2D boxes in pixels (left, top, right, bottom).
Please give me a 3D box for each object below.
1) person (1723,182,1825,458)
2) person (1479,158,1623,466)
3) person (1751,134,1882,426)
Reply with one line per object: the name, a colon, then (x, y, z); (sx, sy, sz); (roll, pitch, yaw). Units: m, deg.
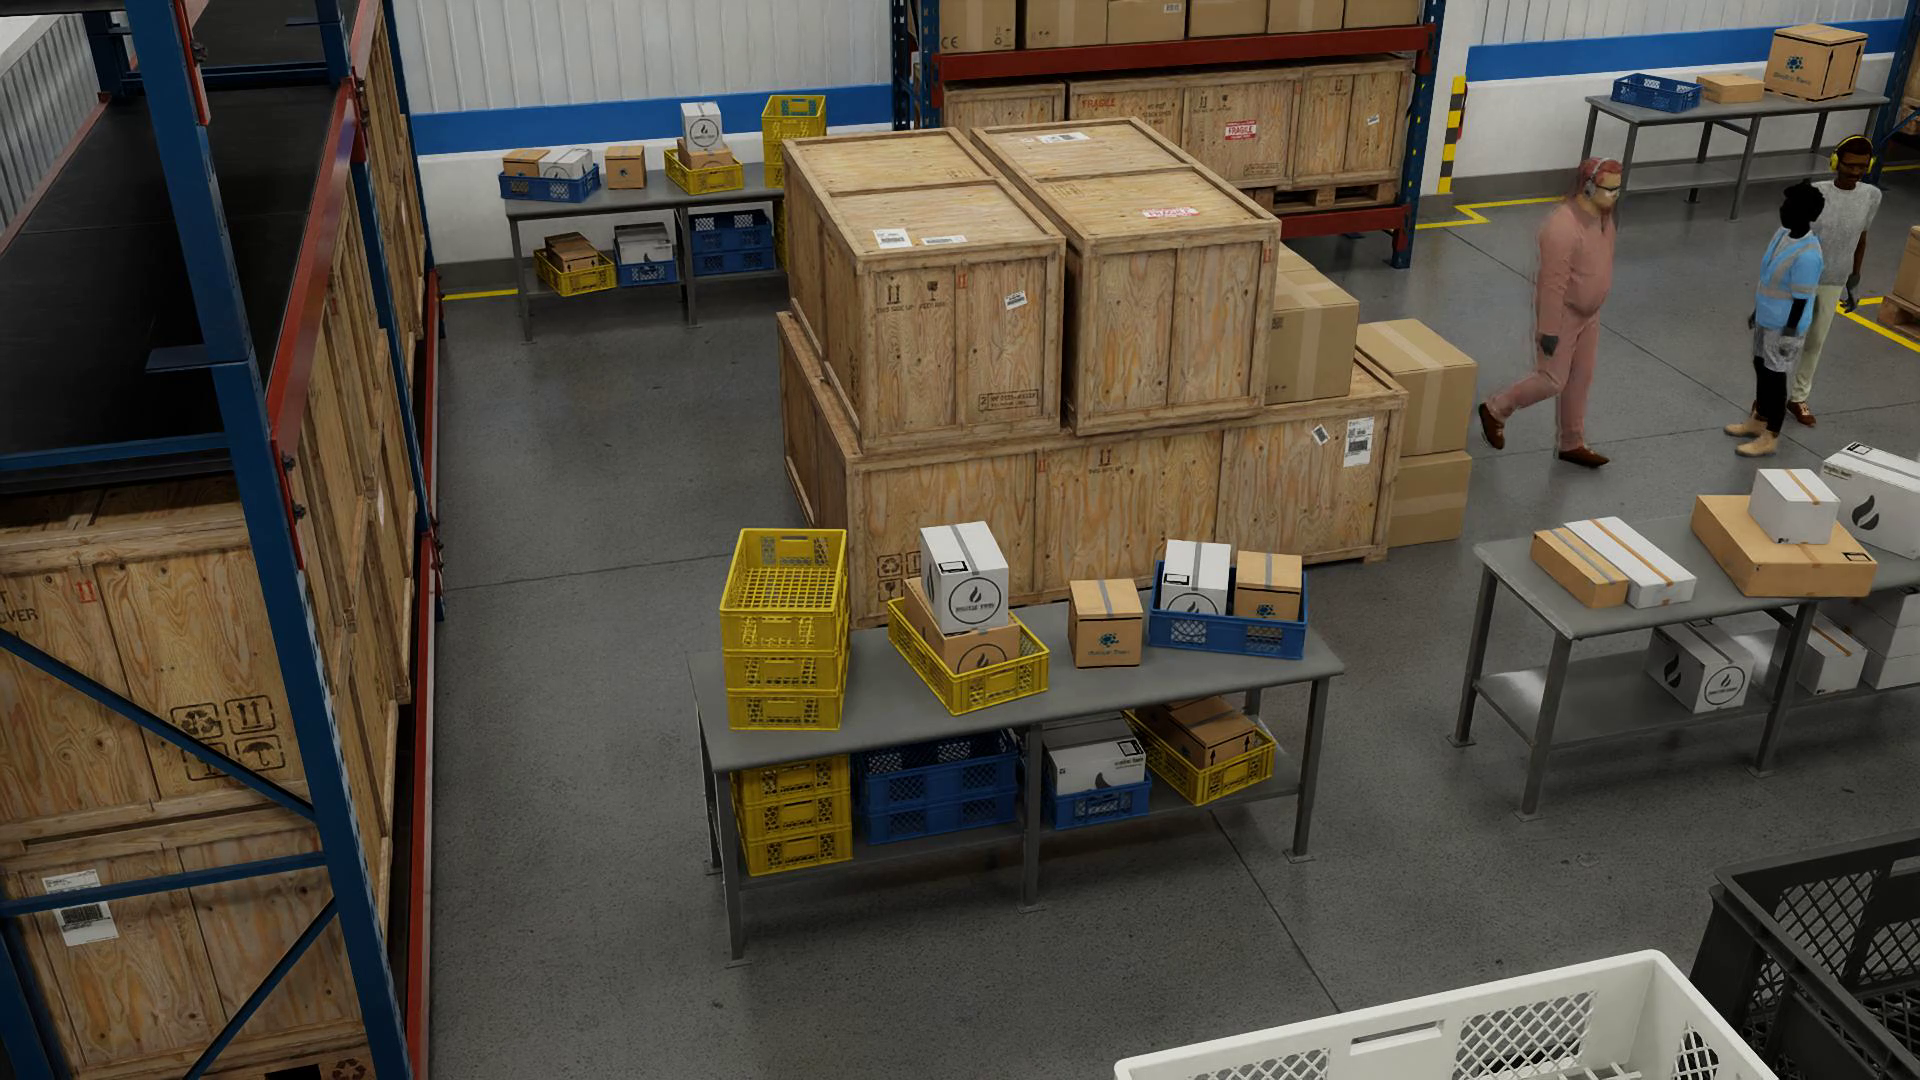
person: (4.942, -1.325, 10.038); (0.322, 1.692, 0.534); (4, 29, 7)
person: (3.613, -1.352, 9.884); (0.661, 1.879, 0.697); (-24, 37, -37)
person: (5.347, -1.600, 10.352); (0.535, 1.864, 0.309); (2, 29, 3)
